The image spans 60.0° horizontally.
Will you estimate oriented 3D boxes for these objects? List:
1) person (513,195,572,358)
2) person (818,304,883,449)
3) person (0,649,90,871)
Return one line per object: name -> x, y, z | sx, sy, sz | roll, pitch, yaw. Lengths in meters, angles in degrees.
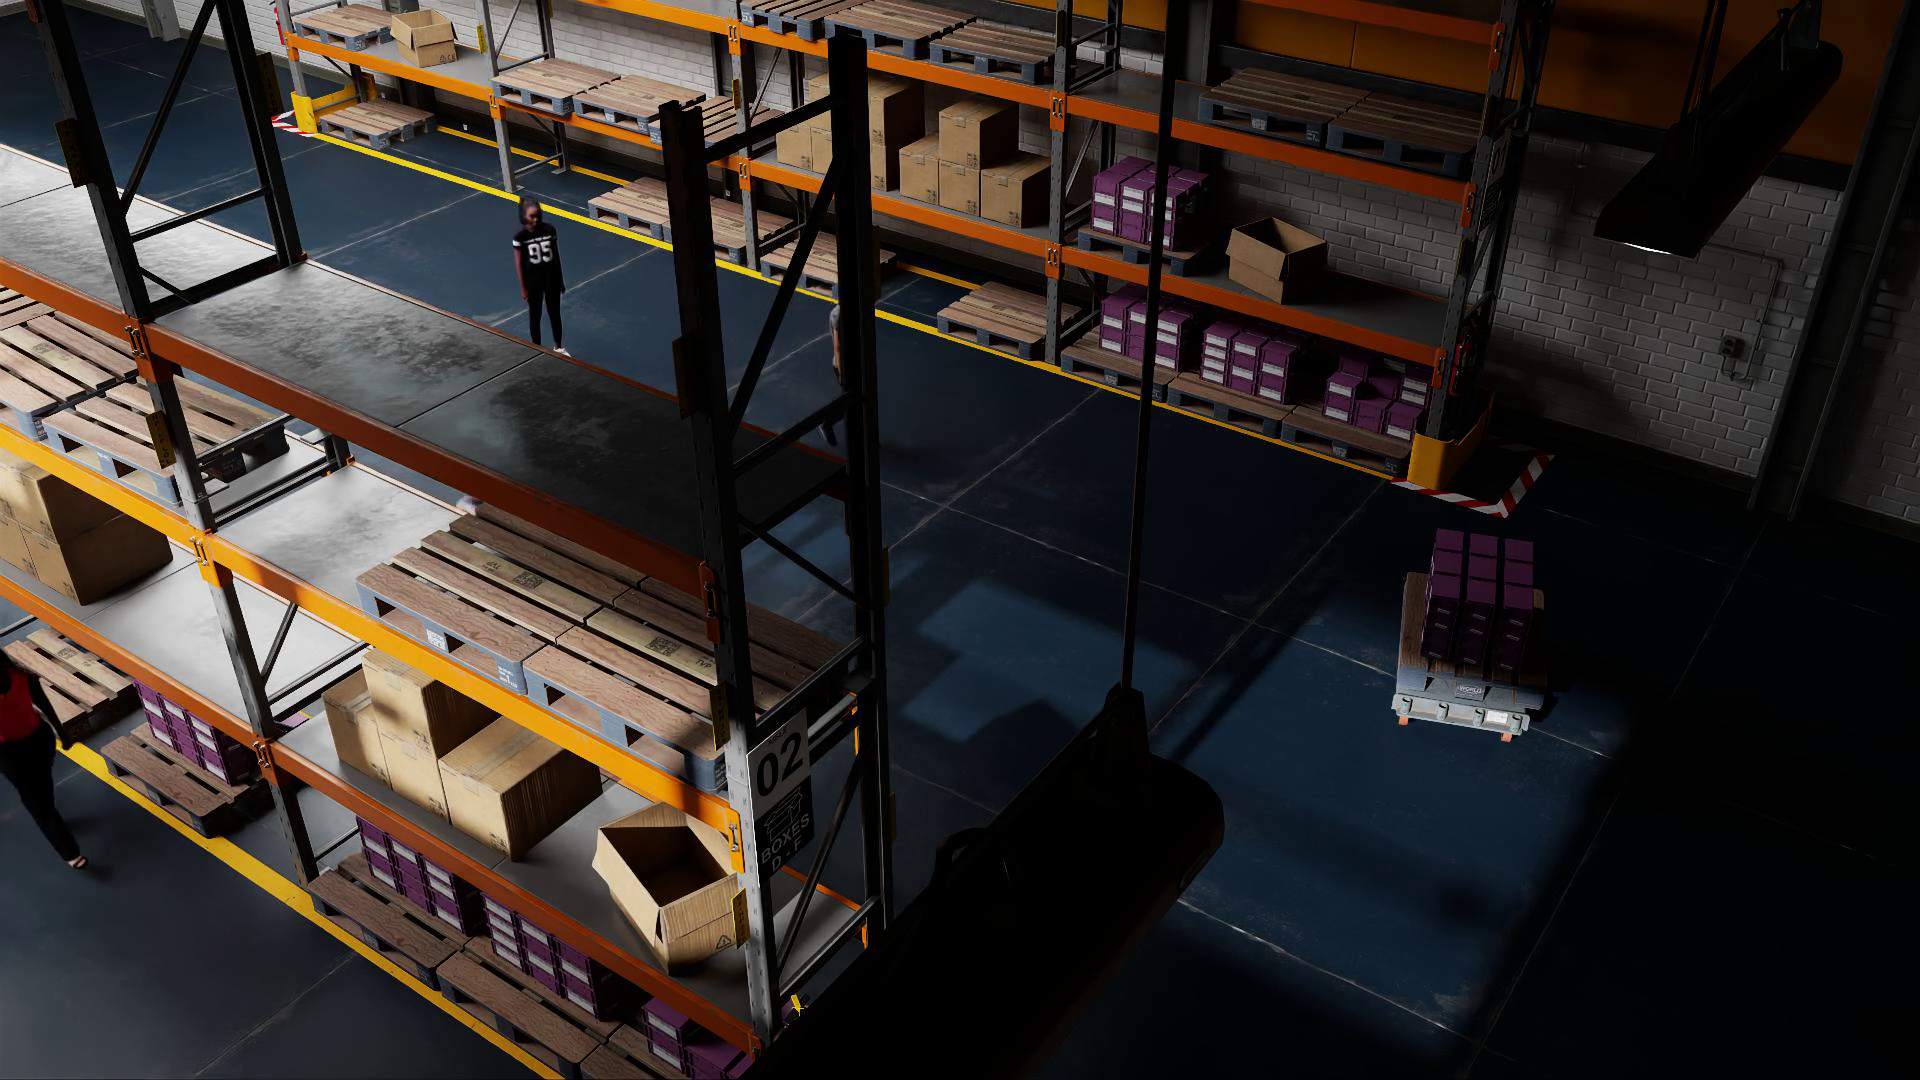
person -> -4.162, -2.570, 16.523 | 0.686, 1.742, 0.686 | -21, 39, -28
person -> -1.061, -1.608, 15.072 | 0.888, 1.747, 0.753 | 11, 35, 16
person -> -6.078, 1.332, 10.761 | 1.033, 1.622, 0.603 | 21, 39, 29
